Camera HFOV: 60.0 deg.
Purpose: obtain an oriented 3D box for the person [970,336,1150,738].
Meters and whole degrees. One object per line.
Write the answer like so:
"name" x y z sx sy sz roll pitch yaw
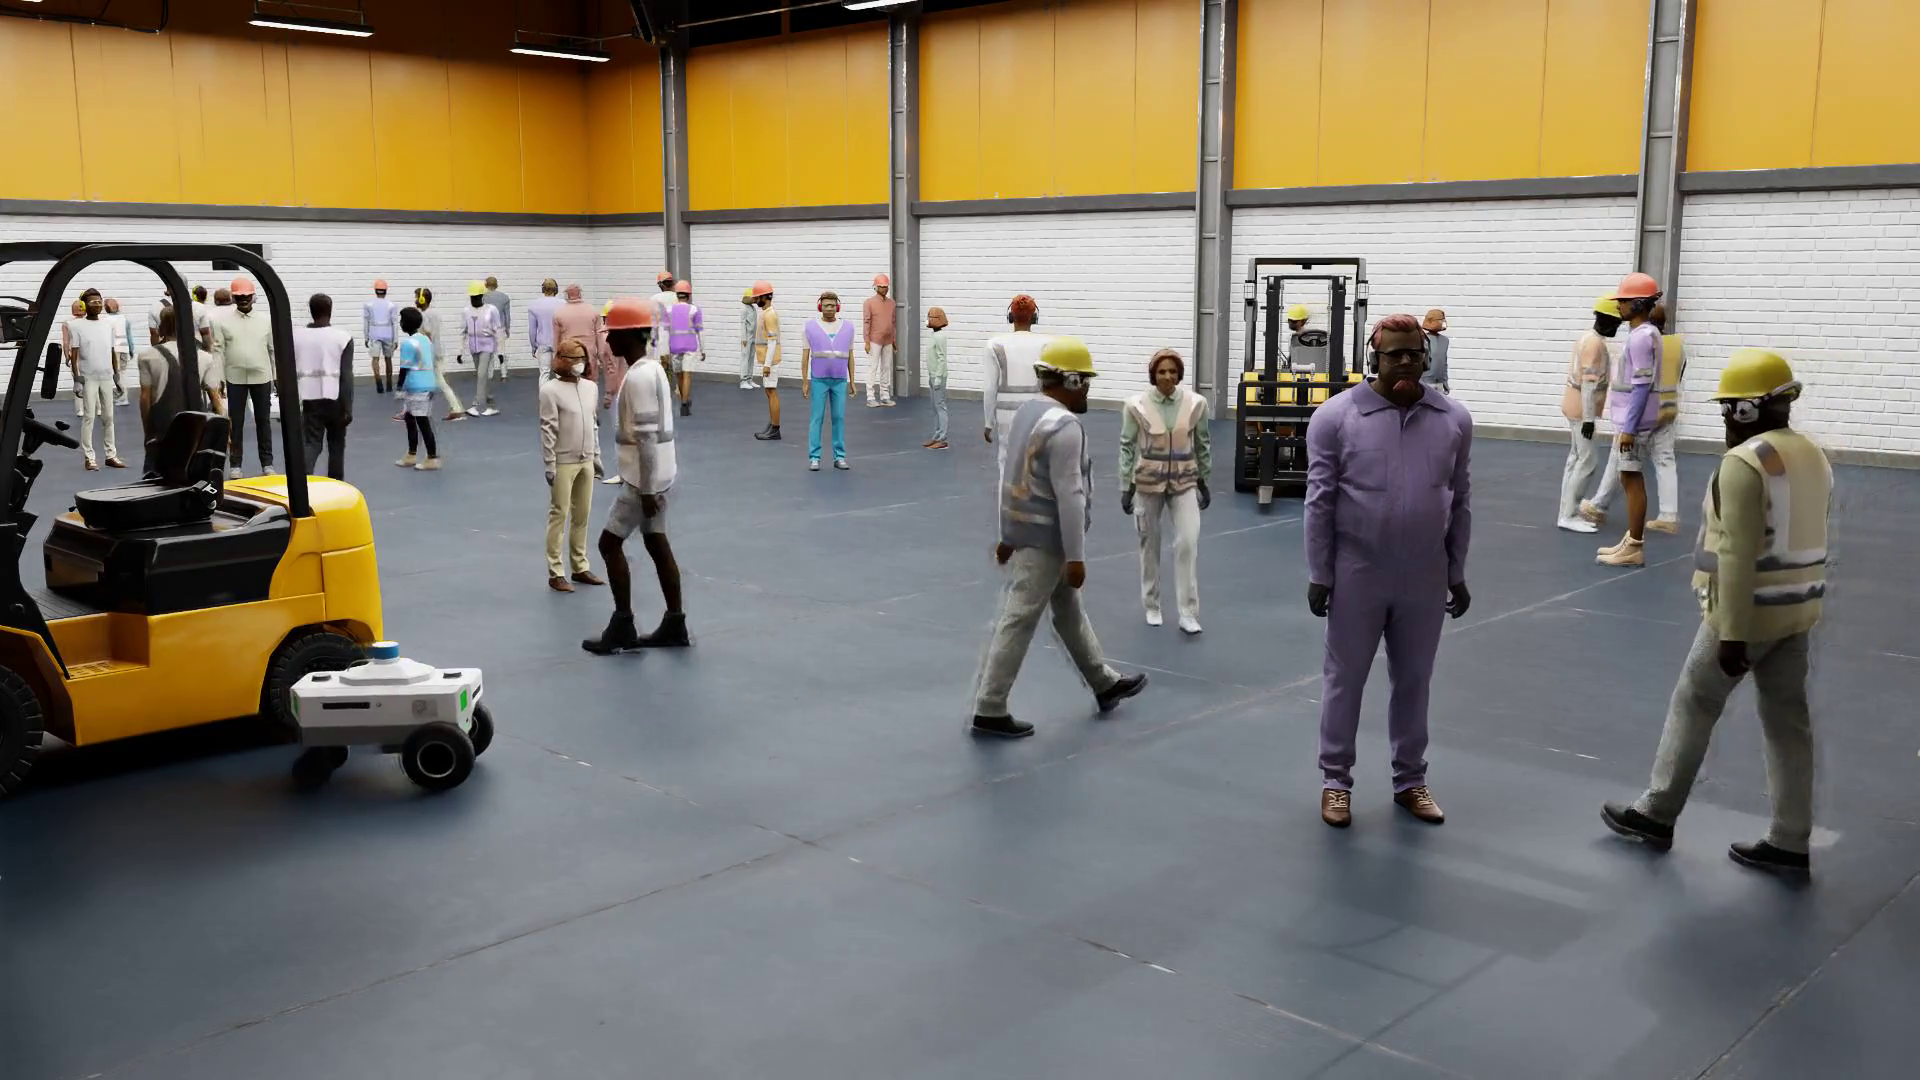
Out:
"person" 0.460 -0.023 7.489 1.000 1.759 0.632 -3 10 -16

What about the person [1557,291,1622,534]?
"person" 4.972 -0.997 13.073 0.451 1.902 0.643 4 10 22

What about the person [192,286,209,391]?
"person" -11.039 -2.767 24.140 0.848 1.830 0.519 4 10 22

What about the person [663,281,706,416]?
"person" -3.904 -2.733 23.715 0.559 1.889 0.976 1 9 6

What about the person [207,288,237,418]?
"person" -9.439 -2.333 21.457 0.643 1.828 0.540 -5 11 -30

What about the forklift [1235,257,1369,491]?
"forklift" 3.309 -1.629 16.029 1.214 2.155 2.313 2 9 11

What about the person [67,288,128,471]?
"person" -8.904 -1.656 17.175 0.325 1.875 0.518 6 11 33

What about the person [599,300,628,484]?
"person" -3.309 -1.422 16.071 0.315 1.769 0.523 2 9 9

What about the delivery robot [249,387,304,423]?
"delivery robot" -8.688 -1.709 21.245 0.707 0.478 0.477 0 9 3

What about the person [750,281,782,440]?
"person" -2.352 -2.173 20.184 0.375 1.927 0.543 -1 9 -8

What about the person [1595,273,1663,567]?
"person" 4.670 -0.831 11.596 0.373 2.043 0.615 4 10 24

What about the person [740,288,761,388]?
"person" -3.645 -3.507 28.923 0.321 1.742 0.492 3 10 18

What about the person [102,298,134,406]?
"person" -12.847 -2.835 25.151 0.659 1.615 0.545 4 10 24

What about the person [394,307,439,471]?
"person" -5.661 -1.541 17.043 0.651 1.672 0.558 1 9 4

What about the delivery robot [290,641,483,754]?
"delivery robot" -2.321 0.656 6.749 0.707 0.478 0.477 -1 9 -5

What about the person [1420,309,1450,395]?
"person" 5.152 -1.698 18.157 0.505 1.636 0.277 -6 11 -34

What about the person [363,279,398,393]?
"person" -9.652 -3.398 27.746 0.555 1.914 0.855 -3 10 -17

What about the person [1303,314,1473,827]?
"person" 1.603 0.117 6.206 0.645 1.908 0.408 -1 9 -6

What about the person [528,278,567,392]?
"person" -5.832 -2.766 23.782 0.635 1.939 0.361 0 9 -1

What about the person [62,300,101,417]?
"person" -12.272 -2.537 23.306 0.514 1.636 0.315 -4 10 -23

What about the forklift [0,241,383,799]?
"forklift" -3.706 -0.171 7.093 1.214 2.155 2.313 9 13 43

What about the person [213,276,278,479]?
"person" -7.031 -1.598 16.447 0.612 1.995 0.393 -5 10 -26

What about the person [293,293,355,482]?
"person" -5.522 -1.180 14.283 0.601 1.881 0.720 -1 9 -3

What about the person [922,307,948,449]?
"person" -0.279 -1.864 19.177 0.280 1.636 0.500 -2 9 -11

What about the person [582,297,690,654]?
"person" -1.808 -0.341 8.974 0.702 1.915 0.564 0 9 -3

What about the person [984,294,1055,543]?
"person" 0.467 -0.890 12.448 0.584 1.882 0.344 0 9 -1

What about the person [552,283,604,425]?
"person" -4.993 -2.406 21.747 0.663 1.880 0.710 -3 10 -16

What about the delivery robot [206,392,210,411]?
"delivery robot" -10.305 -1.877 22.276 0.477 0.478 0.707 -1 9 -5

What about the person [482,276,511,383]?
"person" -8.518 -3.840 30.367 0.635 1.939 0.367 -6 11 -33

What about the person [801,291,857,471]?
"person" -1.356 -1.635 17.143 0.569 1.840 0.374 -3 10 -19

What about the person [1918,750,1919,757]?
"person" 4.286 -0.003 6.754 0.361 1.966 0.612 -3 10 -20

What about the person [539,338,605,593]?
"person" -2.496 -0.488 10.747 0.277 1.631 0.506 5 11 30

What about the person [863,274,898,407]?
"person" -1.183 -2.998 25.036 0.623 1.992 0.396 -8 12 -41

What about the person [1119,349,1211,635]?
"person" 1.174 -0.266 9.427 0.549 1.607 0.733 0 9 -2

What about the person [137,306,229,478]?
"person" -5.613 -0.753 11.895 0.749 1.804 0.527 -7 12 -37

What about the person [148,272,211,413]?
"person" -9.670 -2.311 20.681 0.689 2.000 0.537 -3 10 -20

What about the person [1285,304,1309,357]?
"person" 3.848 -1.742 18.238 0.963 1.701 0.561 -3 10 -16

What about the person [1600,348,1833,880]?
"person" 2.676 0.234 5.815 0.626 1.793 0.826 -6 11 -34

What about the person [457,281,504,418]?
"person" -6.750 -2.643 23.167 0.621 1.882 0.918 4 10 21

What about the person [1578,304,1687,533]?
"person" 5.412 -0.983 13.286 0.642 1.795 0.910 -3 10 -20

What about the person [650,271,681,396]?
"person" -4.731 -3.326 26.912 0.607 2.040 0.378 -7 12 -37

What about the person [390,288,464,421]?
"person" -7.252 -2.507 22.611 0.958 1.809 0.535 0 9 0
